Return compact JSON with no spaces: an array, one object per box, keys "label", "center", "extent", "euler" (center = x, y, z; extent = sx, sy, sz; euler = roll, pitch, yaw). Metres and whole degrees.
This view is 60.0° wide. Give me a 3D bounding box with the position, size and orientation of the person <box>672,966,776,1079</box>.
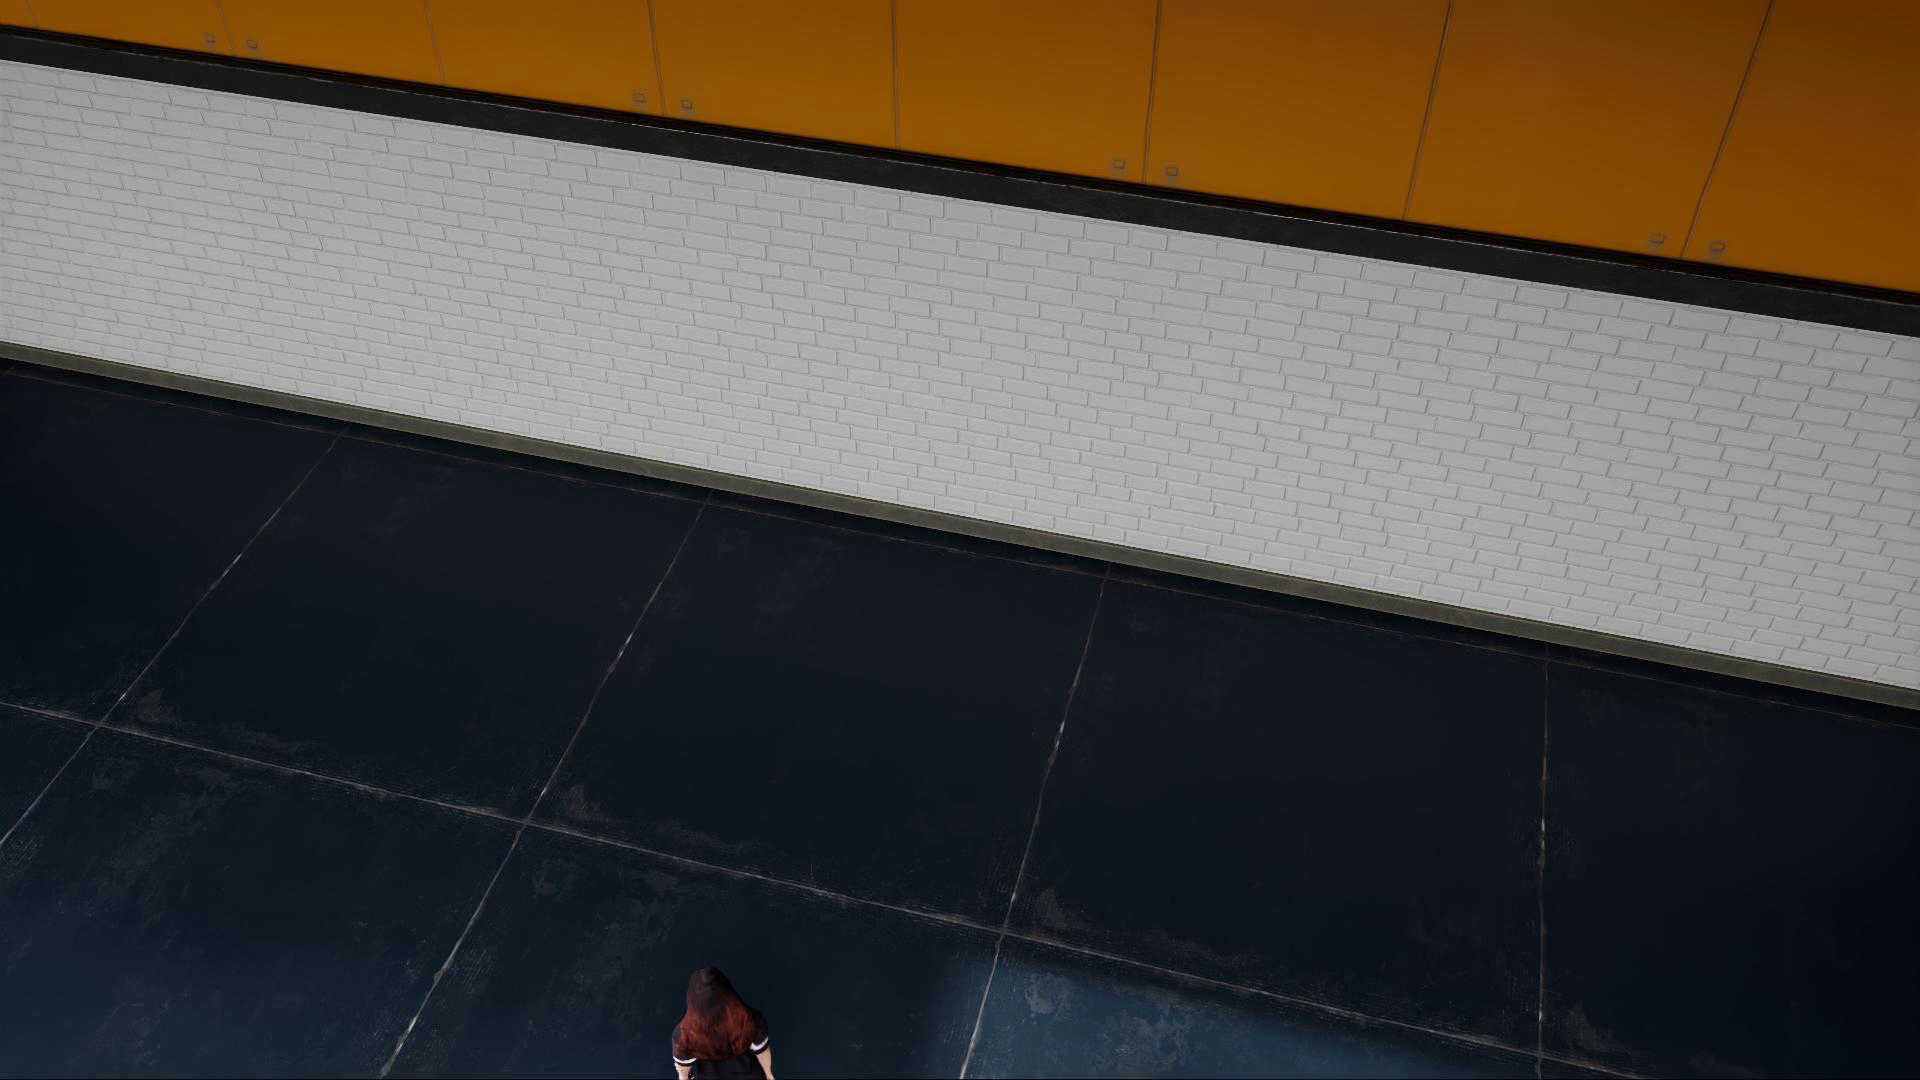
[{"label":"person","center":[-1.090,2.653,7.996],"extent":[0.839,1.618,0.932],"euler":[-14,45,-15]}]
